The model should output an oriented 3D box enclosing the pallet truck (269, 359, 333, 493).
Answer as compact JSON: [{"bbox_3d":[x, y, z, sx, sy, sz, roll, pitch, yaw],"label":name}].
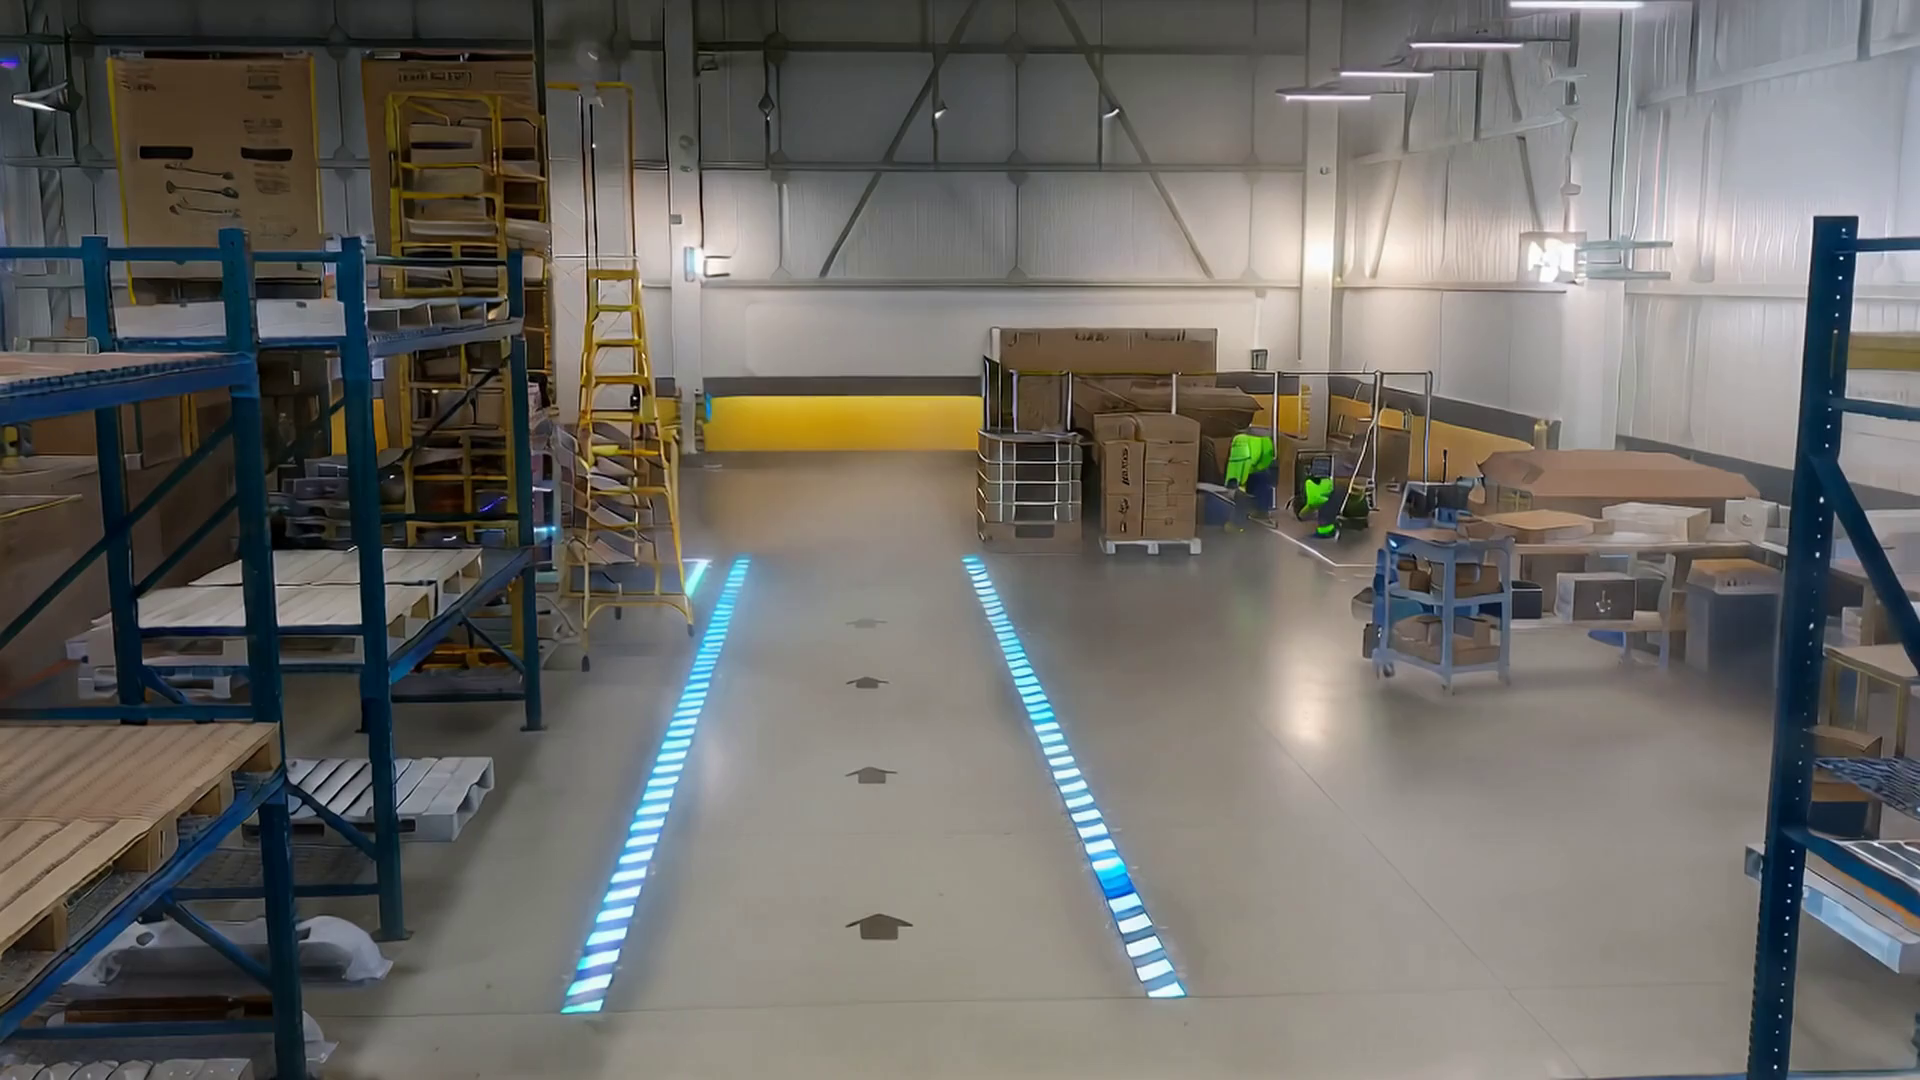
[{"bbox_3d":[-7.062,-1.131,18.996,1.885,1.965,0.823,2,9,13],"label":"pallet truck"}]
